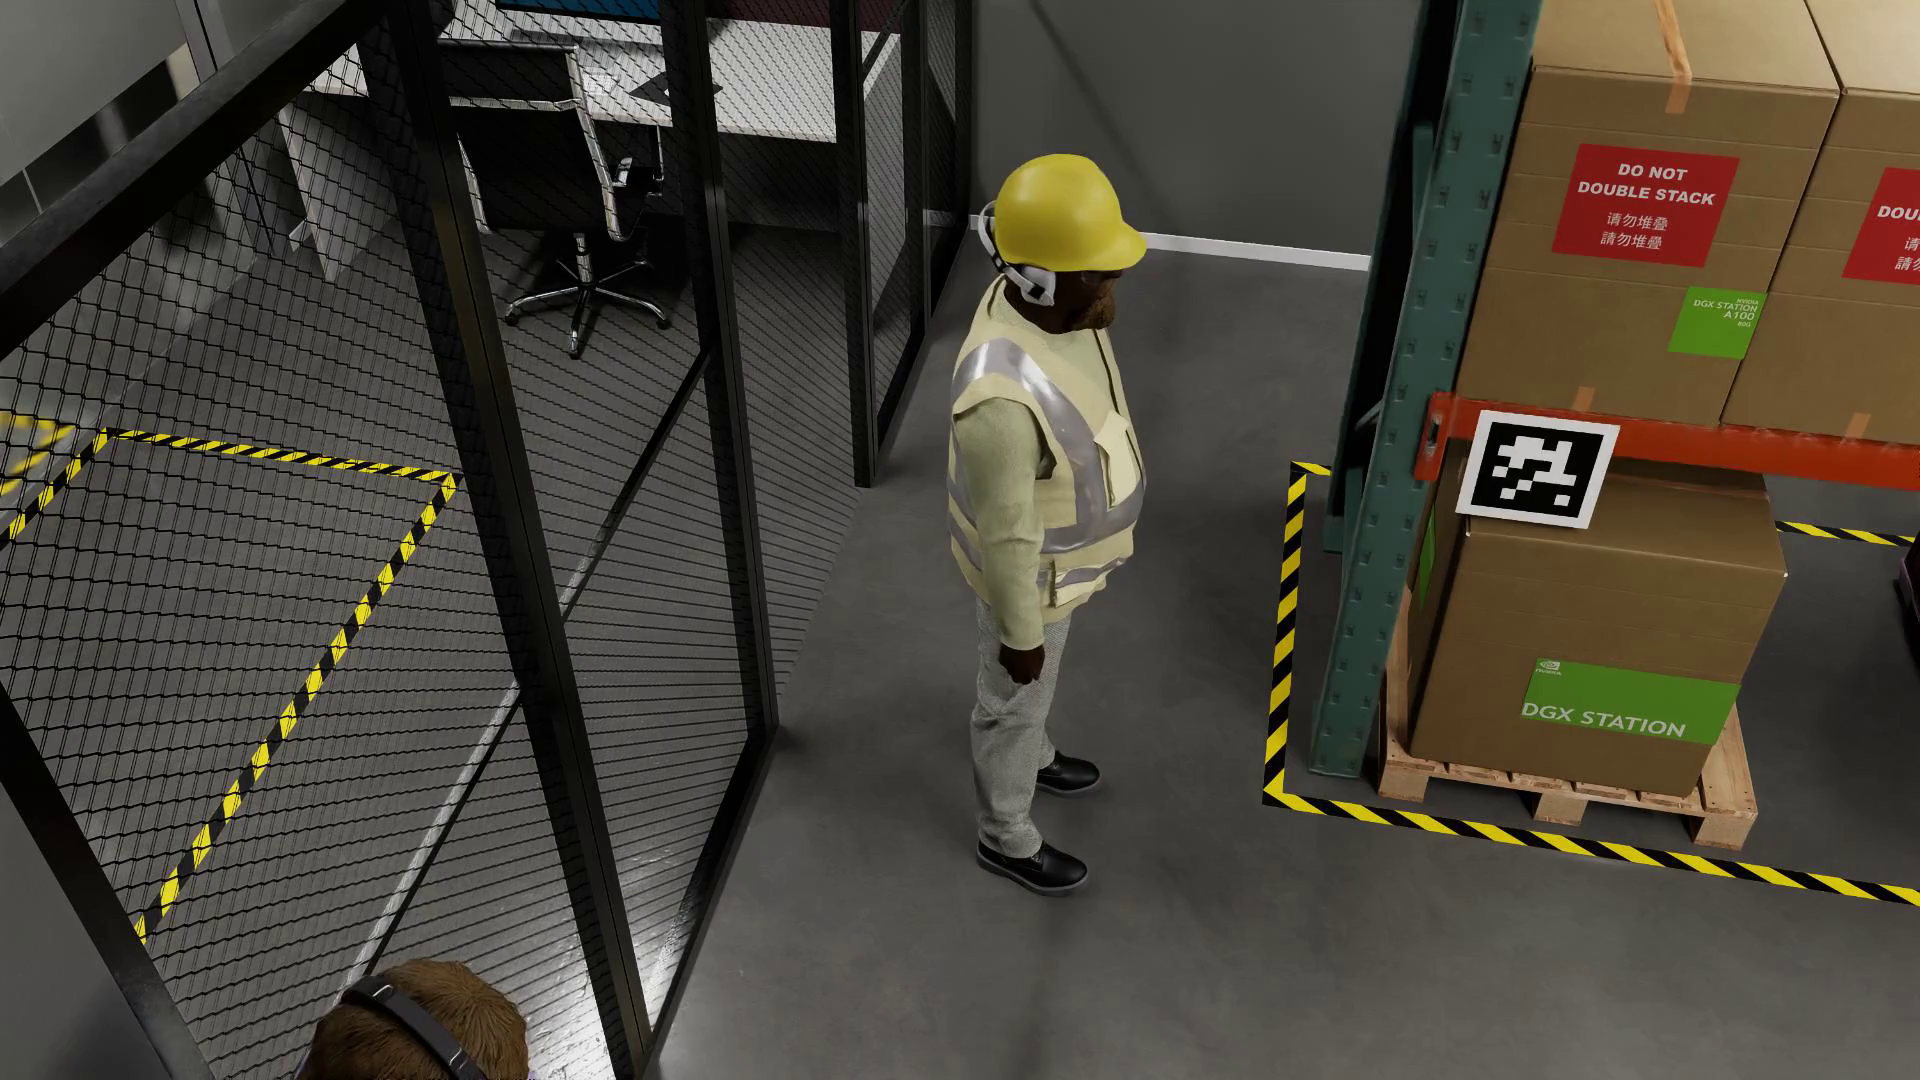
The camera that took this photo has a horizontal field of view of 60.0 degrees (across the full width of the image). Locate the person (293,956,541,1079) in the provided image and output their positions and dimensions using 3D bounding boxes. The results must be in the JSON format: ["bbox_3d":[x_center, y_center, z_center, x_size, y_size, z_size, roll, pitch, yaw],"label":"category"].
[{"bbox_3d":[-0.518,1.155,2.168,0.627,1.940,0.372,19,44,21],"label":"person"}]

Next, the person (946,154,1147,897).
[{"bbox_3d":[0.181,0.014,3.561,0.404,1.833,0.588,7,42,8],"label":"person"}]
